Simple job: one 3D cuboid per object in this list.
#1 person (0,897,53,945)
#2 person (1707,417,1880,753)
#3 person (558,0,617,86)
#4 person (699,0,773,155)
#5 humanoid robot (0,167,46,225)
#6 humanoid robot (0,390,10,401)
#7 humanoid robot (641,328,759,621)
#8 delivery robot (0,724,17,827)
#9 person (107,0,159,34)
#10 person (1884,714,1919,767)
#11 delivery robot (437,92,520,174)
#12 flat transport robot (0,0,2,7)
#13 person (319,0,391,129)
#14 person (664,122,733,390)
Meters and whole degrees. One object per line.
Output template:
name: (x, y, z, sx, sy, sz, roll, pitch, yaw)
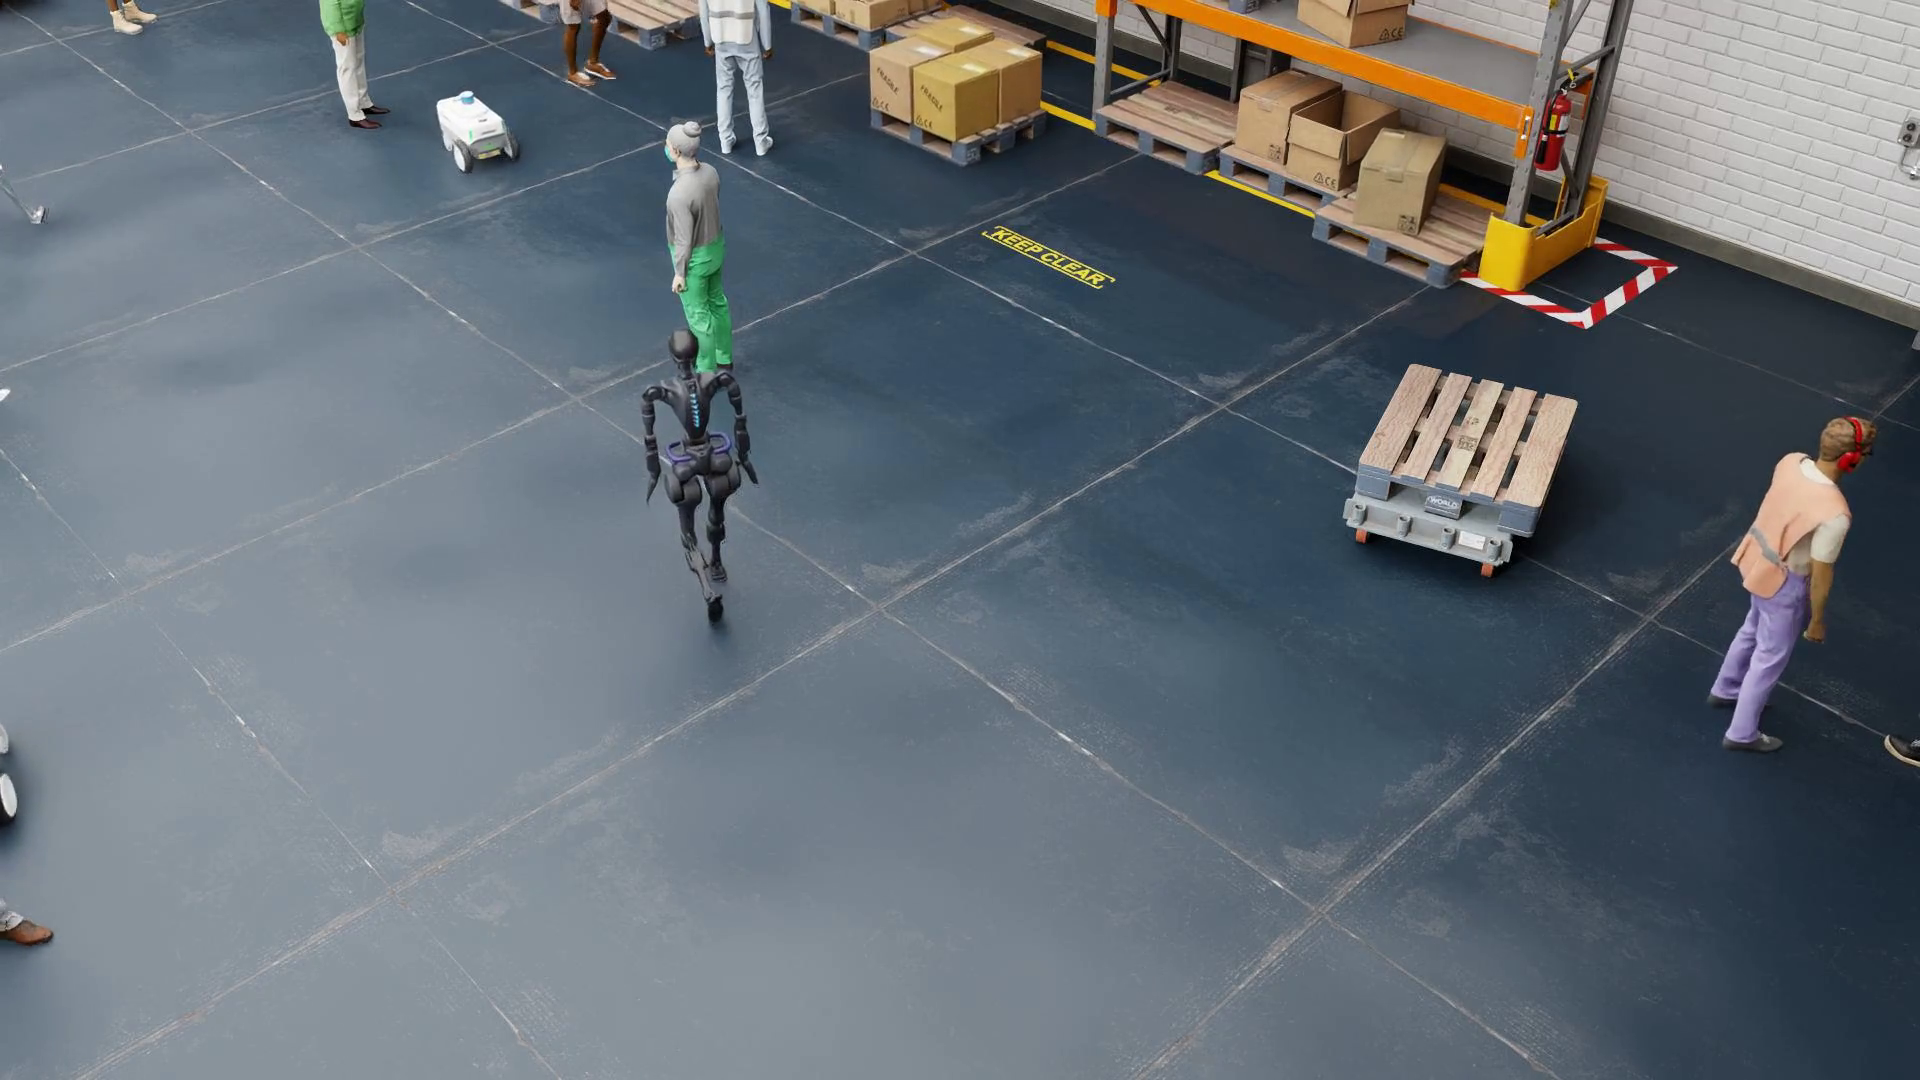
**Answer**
person: (-4.433, 1.114, 6.935, 0.745, 1.616, 0.494, -3, 37, -4)
person: (3.924, 0.221, 7.943, 0.437, 1.832, 0.597, 1, 37, 1)
person: (-3.367, -4.919, 14.750, 0.571, 1.828, 0.528, 10, 38, 13)
person: (-1.825, -4.083, 13.583, 0.585, 1.910, 0.384, 5, 37, 7)
humanoid robot: (-7.488, -3.088, 12.461, 0.864, 1.854, 0.555, -18, 40, -22)
humanoid robot: (-6.344, -1.437, 10.244, 0.534, 1.777, 0.988, -2, 37, -2)
humanoid robot: (-1.362, -0.362, 8.858, 0.614, 1.629, 0.619, -13, 39, -17)
delivery robot: (-4.821, 1.027, 7.929, 0.499, 0.586, 0.765, -12, 39, -15)
person: (-8.142, -5.895, 15.869, 0.381, 2.039, 0.613, 4, 37, 5)
person: (4.865, 0.276, 7.763, 0.611, 1.961, 0.365, -22, 42, -26)
delivery robot: (-4.049, -3.432, 13.823, 0.499, 0.575, 0.759, -24, 43, -28)
flat transport robot: (-9.974, -5.708, 17.090, 0.659, 0.231, 1.431, 7, 38, 10)
person: (-5.210, -4.412, 14.119, 0.387, 1.784, 0.537, 1, 37, 1)
person: (-1.691, -1.820, 10.640, 0.336, 1.837, 0.518, 12, 39, 15)
